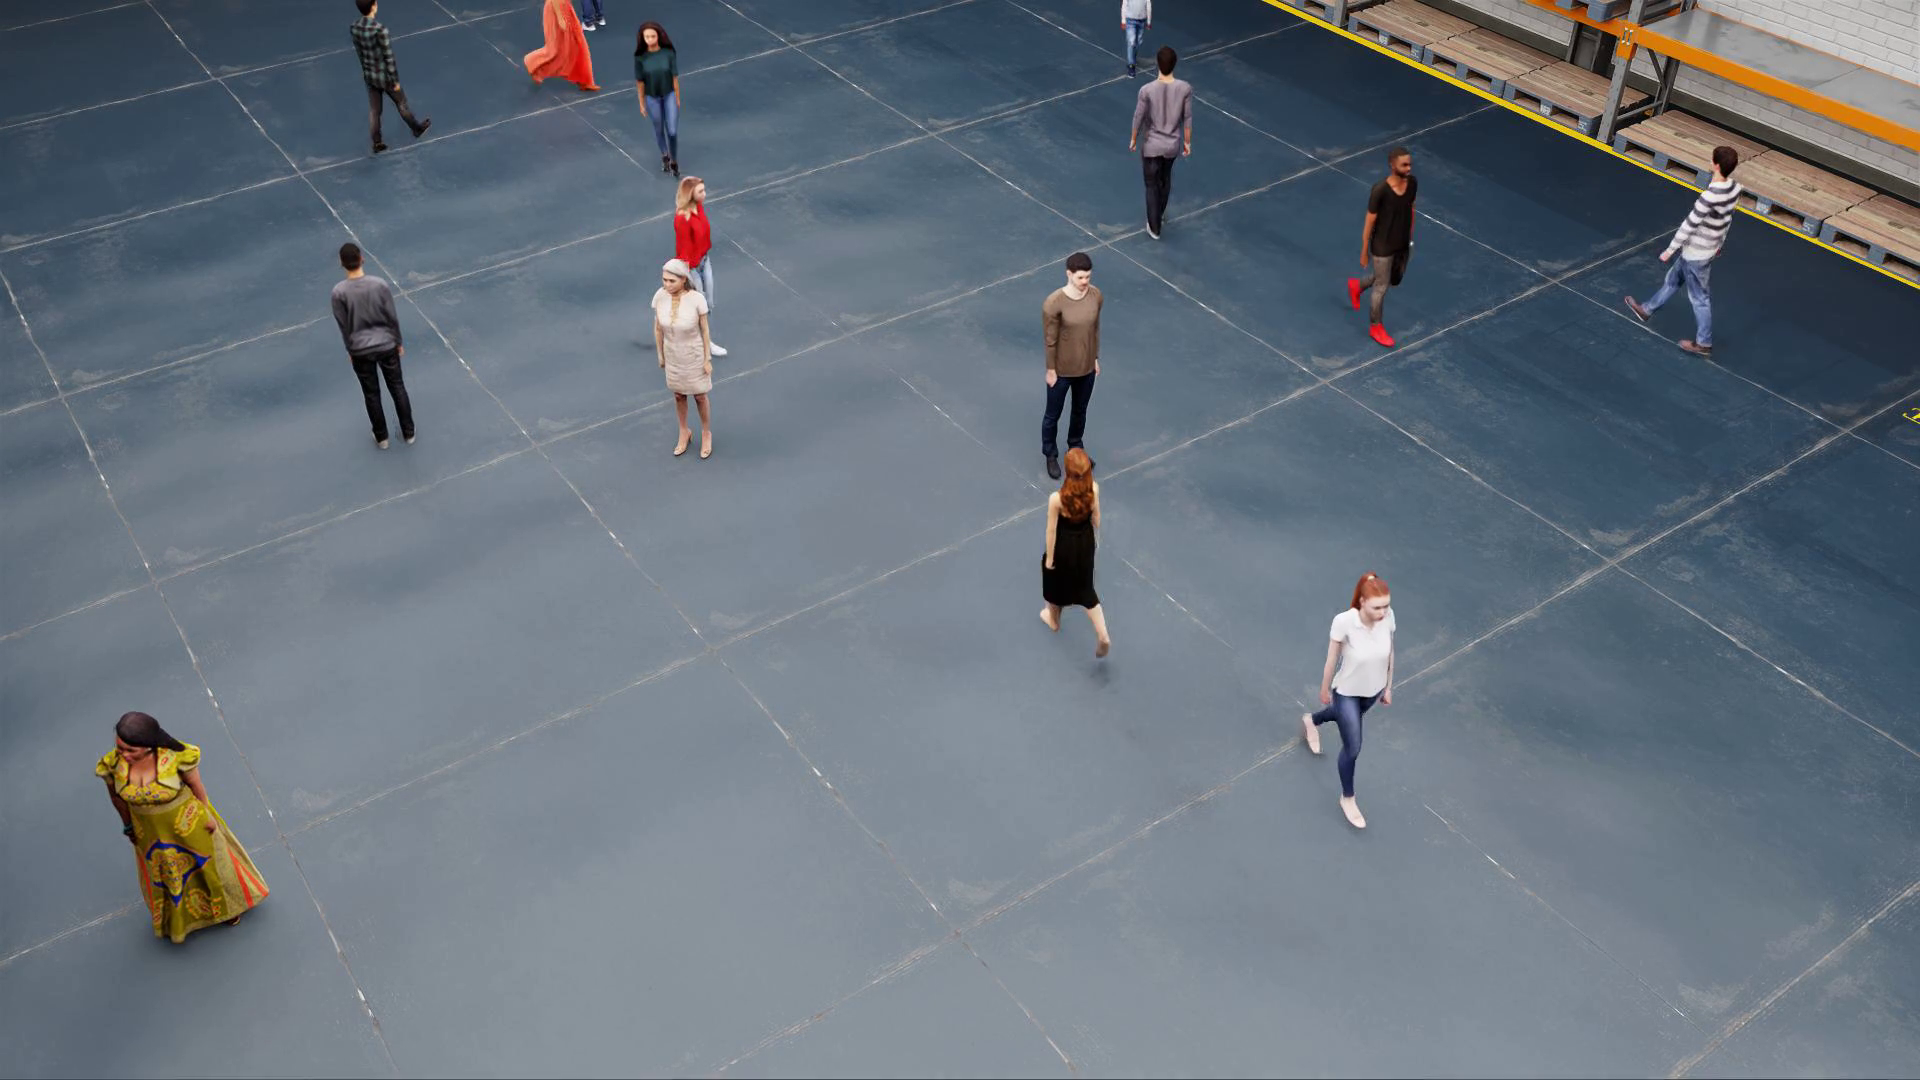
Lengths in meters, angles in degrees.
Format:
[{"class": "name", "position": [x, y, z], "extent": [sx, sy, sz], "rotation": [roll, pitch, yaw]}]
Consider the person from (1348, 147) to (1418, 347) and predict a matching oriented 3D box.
[{"class": "person", "position": [3.658, -2.599, 14.416], "extent": [0.717, 1.792, 0.980], "rotation": [-19, 42, -22]}]

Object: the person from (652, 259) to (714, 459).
[{"class": "person", "position": [-2.143, -1.411, 12.973], "extent": [0.680, 1.736, 0.743], "rotation": [7, 39, 8]}]

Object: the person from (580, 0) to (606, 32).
[{"class": "person", "position": [-4.553, -6.970, 20.073], "extent": [0.604, 1.562, 0.598], "rotation": [24, 45, 27]}]

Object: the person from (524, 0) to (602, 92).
[{"class": "person", "position": [-4.527, -5.824, 18.463], "extent": [1.151, 1.781, 1.065], "rotation": [7, 39, 9]}]

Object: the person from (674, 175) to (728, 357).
[{"class": "person", "position": [-2.323, -2.314, 14.136], "extent": [0.924, 1.695, 0.847], "rotation": [11, 40, 14]}]

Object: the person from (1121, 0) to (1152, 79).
[{"class": "person", "position": [2.031, -6.058, 19.182], "extent": [0.695, 1.248, 0.862], "rotation": [-5, 39, -6]}]

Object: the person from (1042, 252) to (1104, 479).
[{"class": "person", "position": [0.854, -1.366, 12.793], "extent": [0.679, 1.889, 0.616], "rotation": [-17, 42, -21]}]

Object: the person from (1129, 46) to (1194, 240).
[{"class": "person", "position": [1.931, -3.724, 15.793], "extent": [0.919, 1.831, 1.022], "rotation": [-6, 39, -7]}]

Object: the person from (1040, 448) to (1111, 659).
[{"class": "person", "position": [0.791, 0.108, 11.174], "extent": [0.641, 1.607, 0.968], "rotation": [-19, 42, -22]}]

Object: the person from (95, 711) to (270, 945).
[{"class": "person", "position": [-4.419, 1.560, 9.315], "extent": [0.967, 1.658, 0.940], "rotation": [-9, 40, -11]}]

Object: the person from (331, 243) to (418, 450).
[{"class": "person", "position": [-4.619, -1.514, 13.082], "extent": [0.644, 1.760, 0.580], "rotation": [-17, 41, -20]}]

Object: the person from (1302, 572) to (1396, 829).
[{"class": "person", "position": [2.373, 0.855, 10.163], "extent": [0.782, 1.702, 1.177], "rotation": [-14, 41, -17]}]

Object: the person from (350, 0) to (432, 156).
[{"class": "person", "position": [-6.141, -4.851, 17.423], "extent": [1.115, 1.692, 1.088], "rotation": [13, 41, 16]}]

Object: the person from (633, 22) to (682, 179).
[{"class": "person", "position": [-3.068, -4.547, 17.008], "extent": [0.750, 1.599, 0.832], "rotation": [-6, 39, -7]}]

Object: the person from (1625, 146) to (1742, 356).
[{"class": "person", "position": [6.386, -2.414, 14.175], "extent": [0.763, 1.803, 1.184], "rotation": [-30, 47, -32]}]
